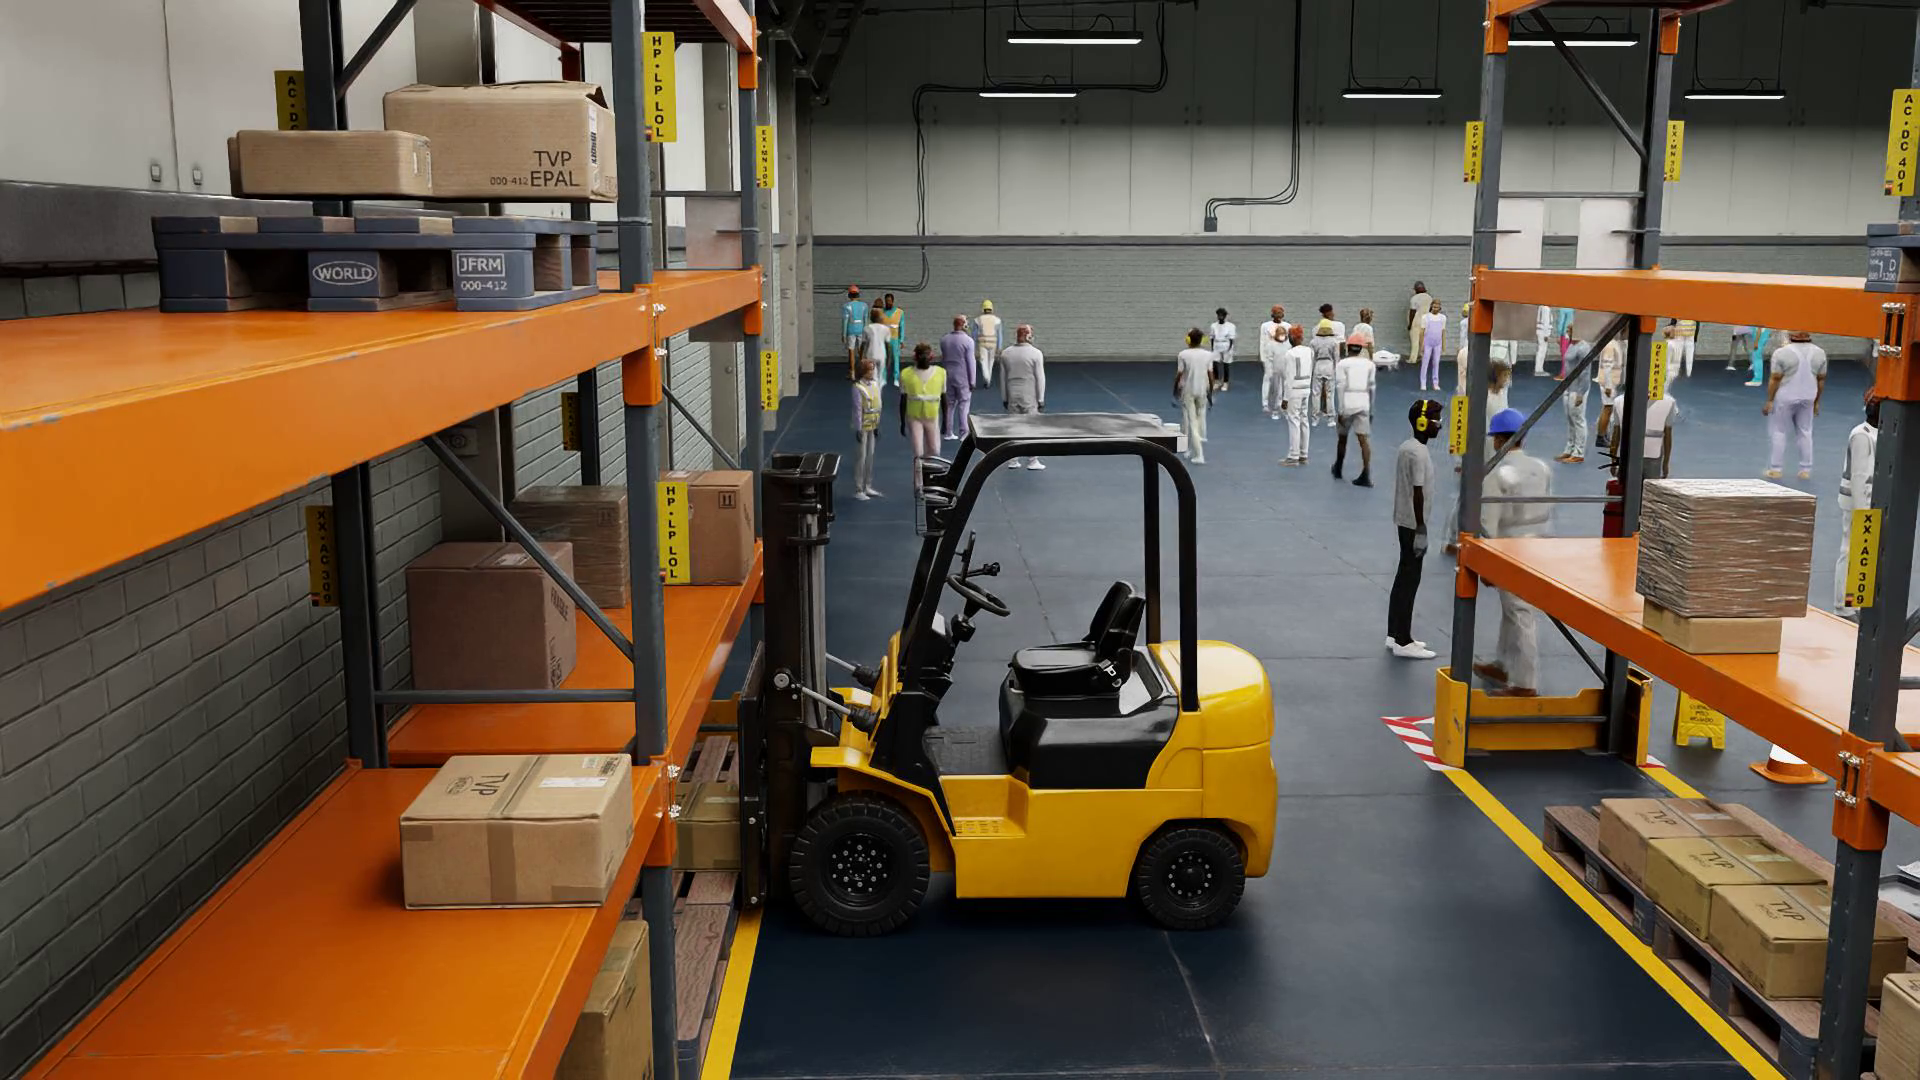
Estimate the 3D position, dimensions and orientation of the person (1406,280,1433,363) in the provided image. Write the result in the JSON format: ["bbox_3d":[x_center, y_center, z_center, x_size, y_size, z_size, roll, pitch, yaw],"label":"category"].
[{"bbox_3d":[11.288,-5.385,41.057,0.684,2.000,0.538,-6,12,-30],"label":"person"}]

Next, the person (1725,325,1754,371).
[{"bbox_3d":[18.171,-4.857,38.542,0.601,1.894,0.900,-2,10,-12],"label":"person"}]

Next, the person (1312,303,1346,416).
[{"bbox_3d":[6.336,-3.113,28.722,0.451,1.924,0.663,-9,13,-40],"label":"person"}]

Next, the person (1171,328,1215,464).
[{"bbox_3d":[3.150,-1.972,22.657,0.553,1.817,0.958,-3,11,-16],"label":"person"}]

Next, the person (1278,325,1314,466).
[{"bbox_3d":[4.502,-1.936,22.277,0.358,1.886,0.572,10,14,43],"label":"person"}]

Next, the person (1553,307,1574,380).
[{"bbox_3d":[13.140,-4.450,36.030,0.630,1.984,0.419,-6,12,-31],"label":"person"}]

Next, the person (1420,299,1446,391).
[{"bbox_3d":[9.503,-3.914,33.425,0.504,1.840,0.345,0,10,-2],"label":"person"}]

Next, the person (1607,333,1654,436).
[{"bbox_3d":[10.173,-2.424,25.059,0.726,1.861,0.572,2,10,11],"label":"person"}]

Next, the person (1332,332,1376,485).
[{"bbox_3d":[4.910,-1.632,20.656,0.553,1.866,1.071,-1,10,-8],"label":"person"}]

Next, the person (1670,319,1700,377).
[{"bbox_3d":[16.076,-4.545,36.935,0.626,1.844,0.429,1,10,6],"label":"person"}]

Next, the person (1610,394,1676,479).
[{"bbox_3d":[6.532,-0.774,15.962,0.560,1.836,0.399,6,12,32],"label":"person"}]

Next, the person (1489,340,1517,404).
[{"bbox_3d":[9.421,-3.145,28.965,0.392,1.910,0.587,-7,12,-34],"label":"person"}]

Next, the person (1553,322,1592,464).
[{"bbox_3d":[8.309,-1.993,22.453,0.376,1.937,0.629,1,10,4],"label":"person"}]

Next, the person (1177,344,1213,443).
[{"bbox_3d":[3.508,-2.264,24.860,0.535,1.635,0.405,2,10,12],"label":"person"}]

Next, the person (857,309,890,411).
[{"bbox_3d":[-1.523,-3.198,29.564,0.535,1.795,0.962,-4,11,-19],"label":"person"}]

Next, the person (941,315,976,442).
[{"bbox_3d":[0.007,-2.421,24.962,0.640,1.899,0.397,9,14,42],"label":"person"}]

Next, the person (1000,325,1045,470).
[{"bbox_3d":[0.844,-1.868,21.864,0.642,1.901,0.401,7,12,32],"label":"person"}]

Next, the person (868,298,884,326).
[{"bbox_3d":[-1.959,-5.024,40.182,0.507,1.632,0.264,0,10,2],"label":"person"}]

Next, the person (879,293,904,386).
[{"bbox_3d":[-1.460,-4.164,34.600,0.596,1.916,0.380,1,10,8],"label":"person"}]

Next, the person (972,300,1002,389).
[{"bbox_3d":[0.557,-3.993,33.972,0.599,1.803,0.834,-2,10,-12],"label":"person"}]

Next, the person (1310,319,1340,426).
[{"bbox_3d":[5.922,-2.718,27.040,0.484,1.741,0.302,4,11,19],"label":"person"}]

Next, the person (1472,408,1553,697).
[{"bbox_3d":[3.635,0.101,10.938,0.612,1.900,0.704,-8,13,-36],"label":"person"}]

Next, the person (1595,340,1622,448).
[{"bbox_3d":[9.490,-2.300,24.204,0.390,1.922,0.554,6,12,29],"label":"person"}]

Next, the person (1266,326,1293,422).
[{"bbox_3d":[5.362,-2.771,27.751,0.505,1.587,0.807,0,10,0],"label":"person"}]

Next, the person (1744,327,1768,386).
[{"bbox_3d":[16.585,-4.113,34.562,0.359,1.835,0.512,6,12,30],"label":"person"}]

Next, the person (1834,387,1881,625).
[{"bbox_3d":[7.013,-0.250,12.892,0.362,1.883,0.575,8,13,38],"label":"person"}]

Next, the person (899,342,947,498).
[{"bbox_3d":[-0.427,-1.407,19.474,0.570,1.826,0.445,-2,10,-9],"label":"person"}]

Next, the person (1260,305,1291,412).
[{"bbox_3d":[5.550,-3.187,29.256,0.573,1.883,0.355,-2,10,-12],"label":"person"}]

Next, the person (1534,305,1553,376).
[{"bbox_3d":[13.040,-4.600,37.133,0.337,1.879,0.584,2,10,11],"label":"person"}]

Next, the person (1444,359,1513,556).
[{"bbox_3d":[5.046,-0.736,15.568,1.002,1.889,0.640,7,12,35],"label":"person"}]

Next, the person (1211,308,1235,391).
[{"bbox_3d":[5.214,-3.786,33.144,0.542,1.665,0.572,5,12,28],"label":"person"}]

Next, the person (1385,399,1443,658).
[{"bbox_3d":[3.293,-0.087,12.039,0.312,1.864,0.532,1,10,4],"label":"person"}]

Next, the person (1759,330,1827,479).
[{"bbox_3d":[10.532,-1.796,21.064,0.750,2.000,0.597,-1,10,-4],"label":"person"}]

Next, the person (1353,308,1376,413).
[{"bbox_3d":[7.052,-3.128,29.041,0.346,1.843,0.507,-5,11,-24],"label":"person"}]

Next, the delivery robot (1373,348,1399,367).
[{"bbox_3d":[9.700,-4.165,38.141,0.707,0.478,0.477,9,14,42],"label":"delivery robot"}]

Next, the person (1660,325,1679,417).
[{"bbox_3d":[11.587,-2.709,27.303,0.397,1.626,0.539,5,11,27],"label":"person"}]

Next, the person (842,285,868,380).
[{"bbox_3d":[-2.296,-4.497,36.112,0.609,2.040,0.395,-5,11,-27],"label":"person"}]

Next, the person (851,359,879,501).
[{"bbox_3d":[-1.116,-1.278,19.358,0.326,1.621,0.573,4,11,19],"label":"person"}]

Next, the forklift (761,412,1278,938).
[{"bbox_3d":[0.291,0.548,7.580,2.313,2.155,1.214,0,10,-2],"label":"forklift"}]
